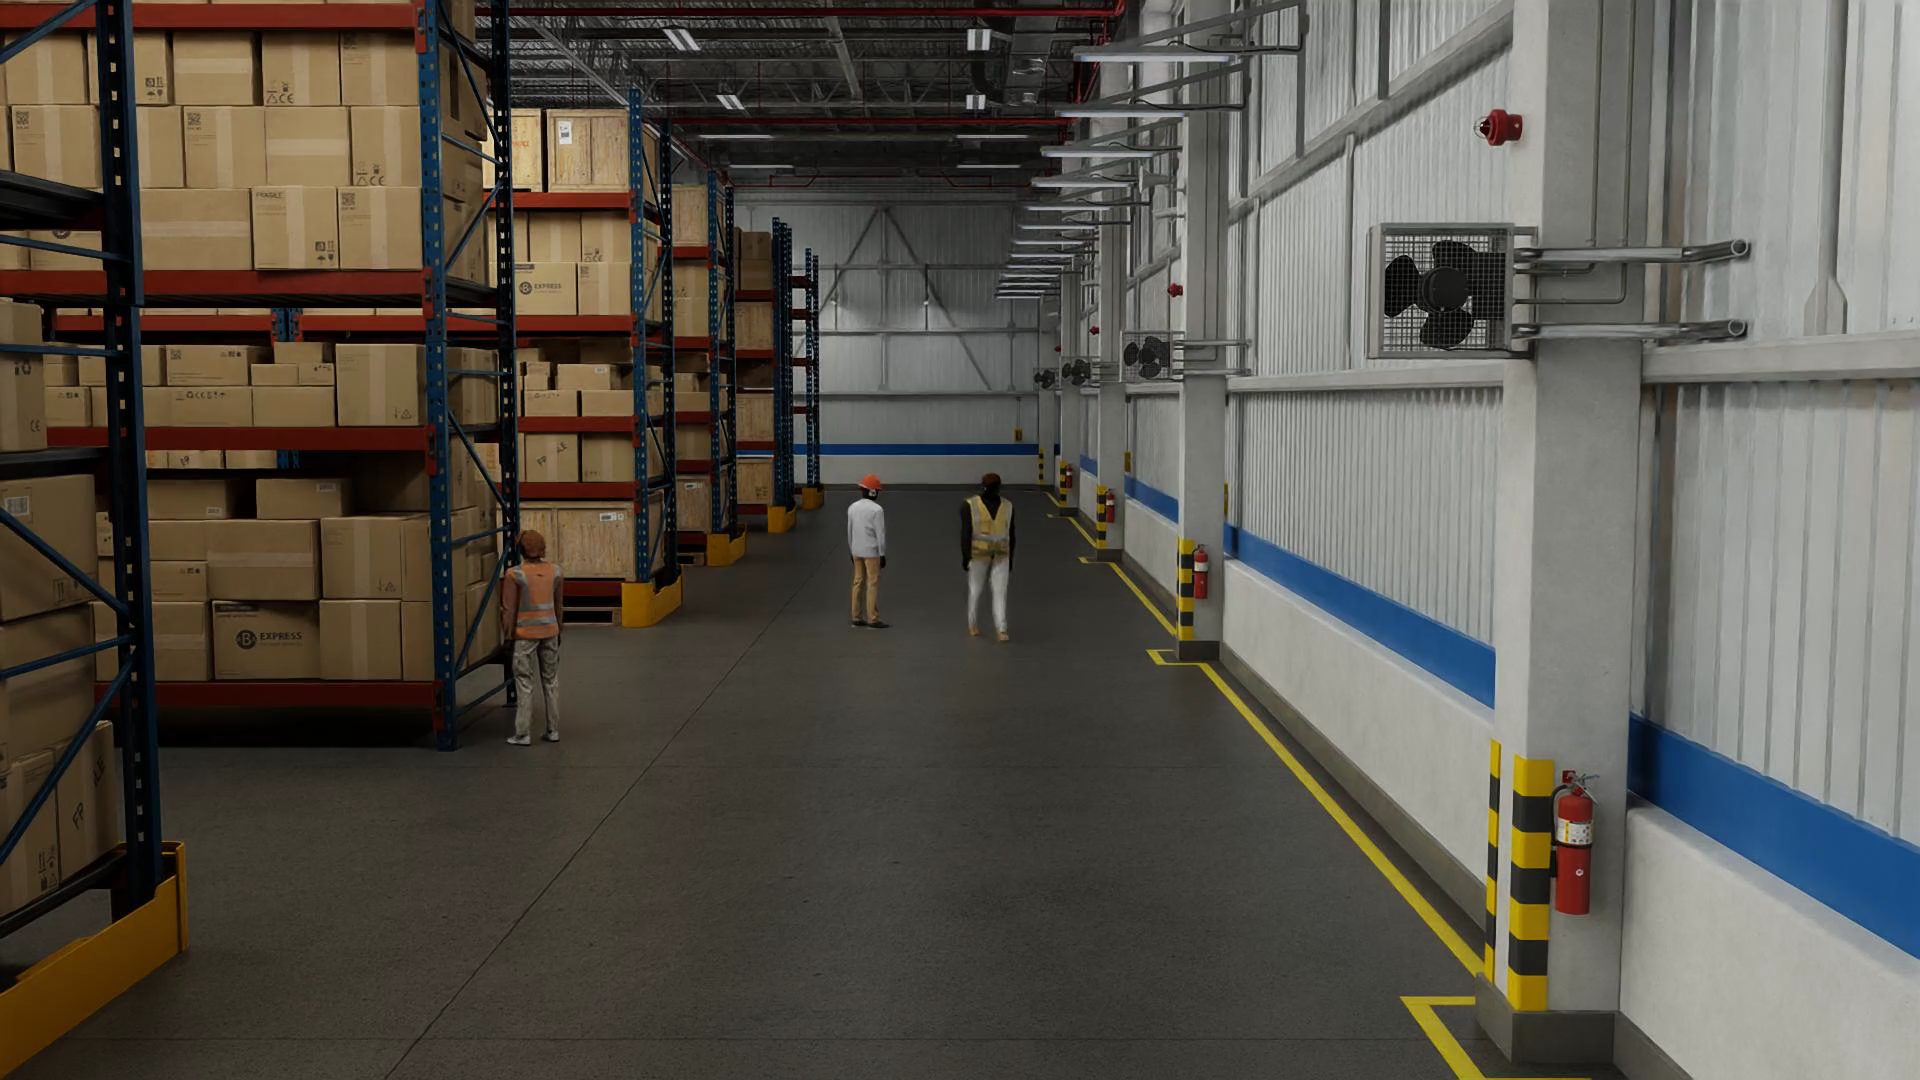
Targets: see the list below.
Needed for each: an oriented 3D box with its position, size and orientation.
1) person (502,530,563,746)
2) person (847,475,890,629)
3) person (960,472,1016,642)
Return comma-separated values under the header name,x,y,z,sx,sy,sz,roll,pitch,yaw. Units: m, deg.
name,x,y,z,sx,sy,sz,roll,pitch,yaw
person,-3.212,0.735,12.547,0.317,1.631,0.518,5,7,43
person,-1.028,0.131,18.891,0.573,1.746,0.345,5,7,44
person,0.311,0.175,17.989,0.643,1.818,0.755,-1,5,-16
